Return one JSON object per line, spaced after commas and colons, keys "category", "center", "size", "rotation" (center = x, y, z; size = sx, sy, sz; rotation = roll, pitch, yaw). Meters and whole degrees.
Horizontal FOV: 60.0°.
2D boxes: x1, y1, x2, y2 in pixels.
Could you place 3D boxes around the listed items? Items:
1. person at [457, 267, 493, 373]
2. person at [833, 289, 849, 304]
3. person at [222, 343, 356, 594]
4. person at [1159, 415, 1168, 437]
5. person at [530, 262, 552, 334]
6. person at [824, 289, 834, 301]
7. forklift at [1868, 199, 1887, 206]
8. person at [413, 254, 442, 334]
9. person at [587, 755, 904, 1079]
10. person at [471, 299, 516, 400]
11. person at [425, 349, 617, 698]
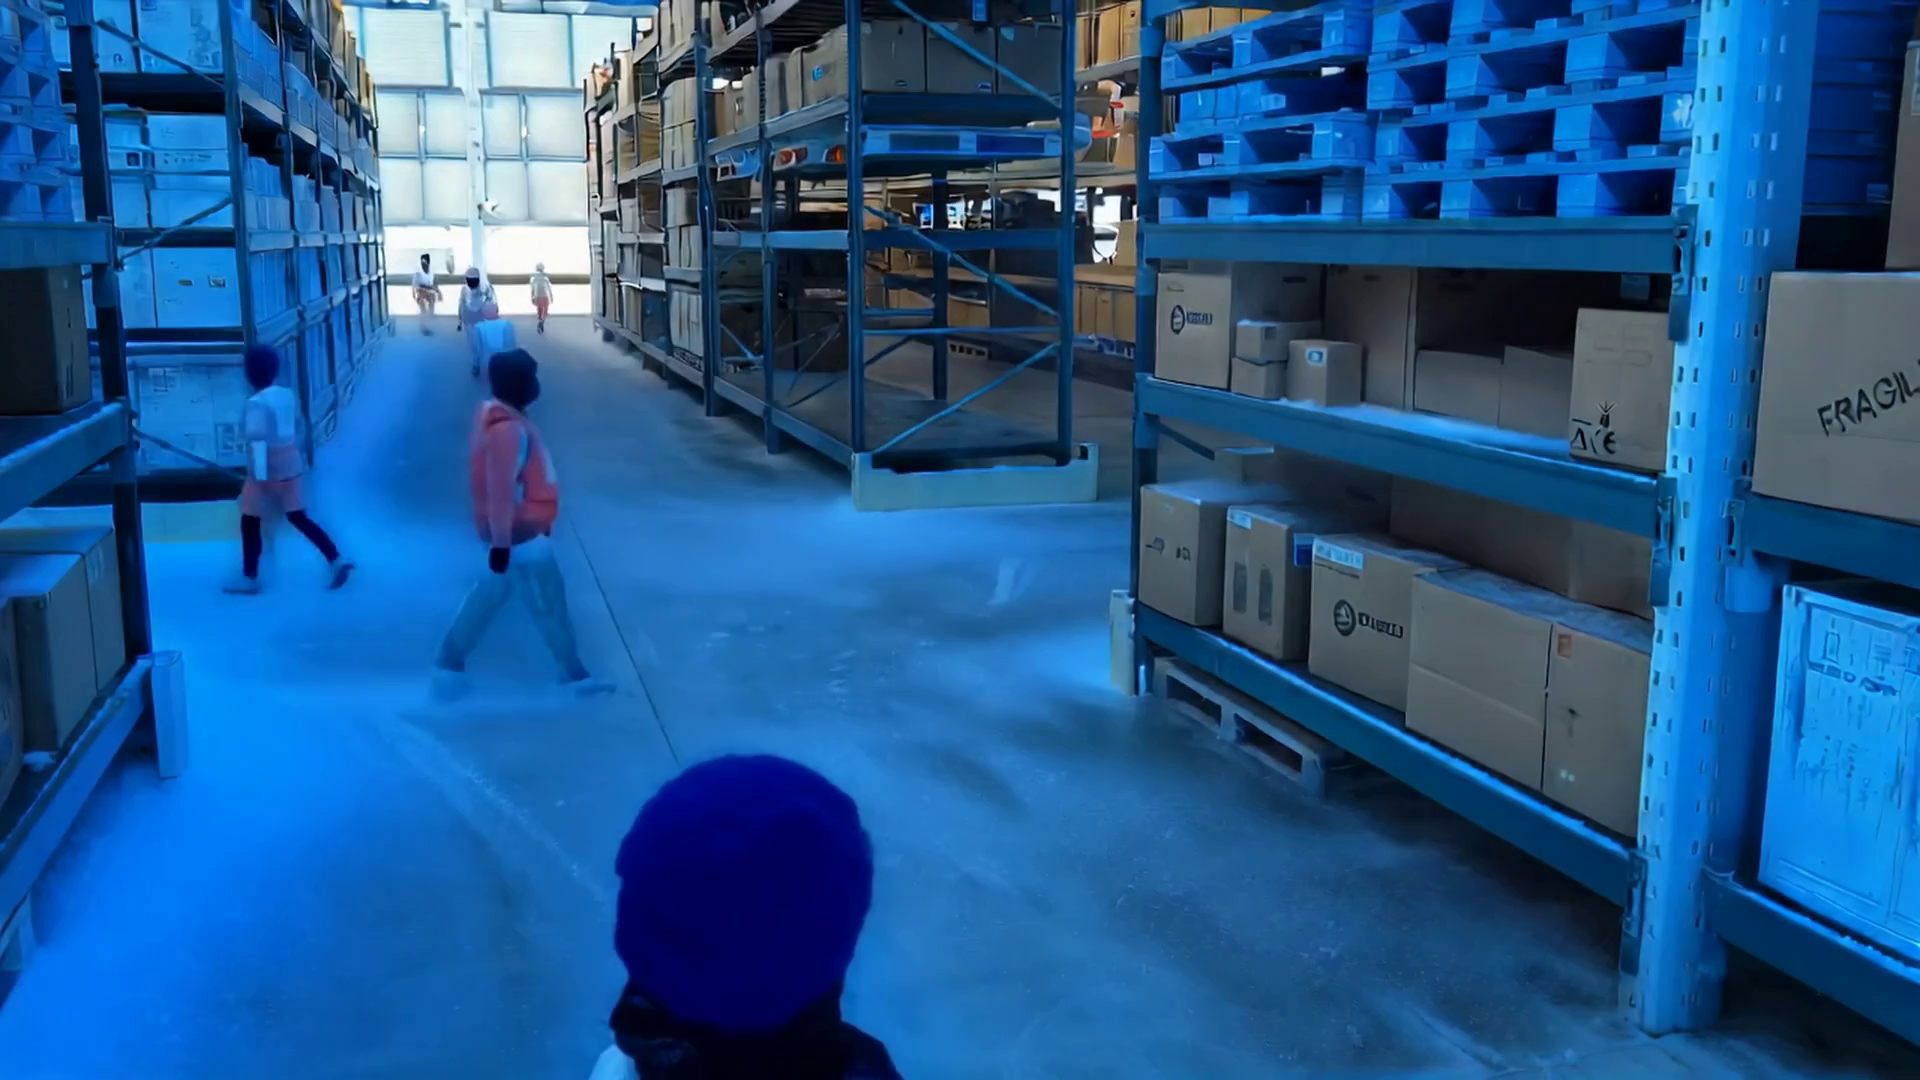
{"category": "person", "center": [-8.353, -3.787, 28.712], "size": [0.602, 1.831, 0.403], "rotation": [-2, 10, -9]}
{"category": "person", "center": [-2.576, -5.236, 36.399], "size": [0.531, 1.924, 0.573], "rotation": [6, 12, 31]}
{"category": "person", "center": [-4.446, -0.459, 10.913], "size": [0.813, 1.665, 0.531], "rotation": [2, 11, 11]}
{"category": "person", "center": [2.296, -1.950, 19.269], "size": [0.502, 1.604, 0.757], "rotation": [1, 10, 4]}
{"category": "person", "center": [-10.118, -5.821, 40.063], "size": [0.542, 1.751, 0.573], "rotation": [3, 11, 15]}
{"category": "person", "center": [-3.394, -6.477, 43.510], "size": [0.631, 1.815, 0.762], "rotation": [8, 13, 37]}
{"category": "forklift", "center": [11.338, -2.915, 21.052], "size": [1.129, 2.768, 1.873], "rotation": [-3, 11, -17]}
{"category": "person", "center": [-12.807, -5.901, 40.029], "size": [0.600, 1.920, 0.626], "rotation": [9, 13, 39]}
{"category": "person", "center": [-0.139, 1.117, 1.583], "size": [0.591, 1.918, 0.383], "rotation": [10, 14, 42]}
{"category": "person", "center": [-5.497, -2.036, 19.660], "size": [0.525, 1.624, 0.531], "rotation": [-3, 11, -17]}
{"category": "person", "center": [-2.293, -0.066, 8.404], "size": [0.939, 1.805, 0.637], "rotation": [-3, 11, -15]}
